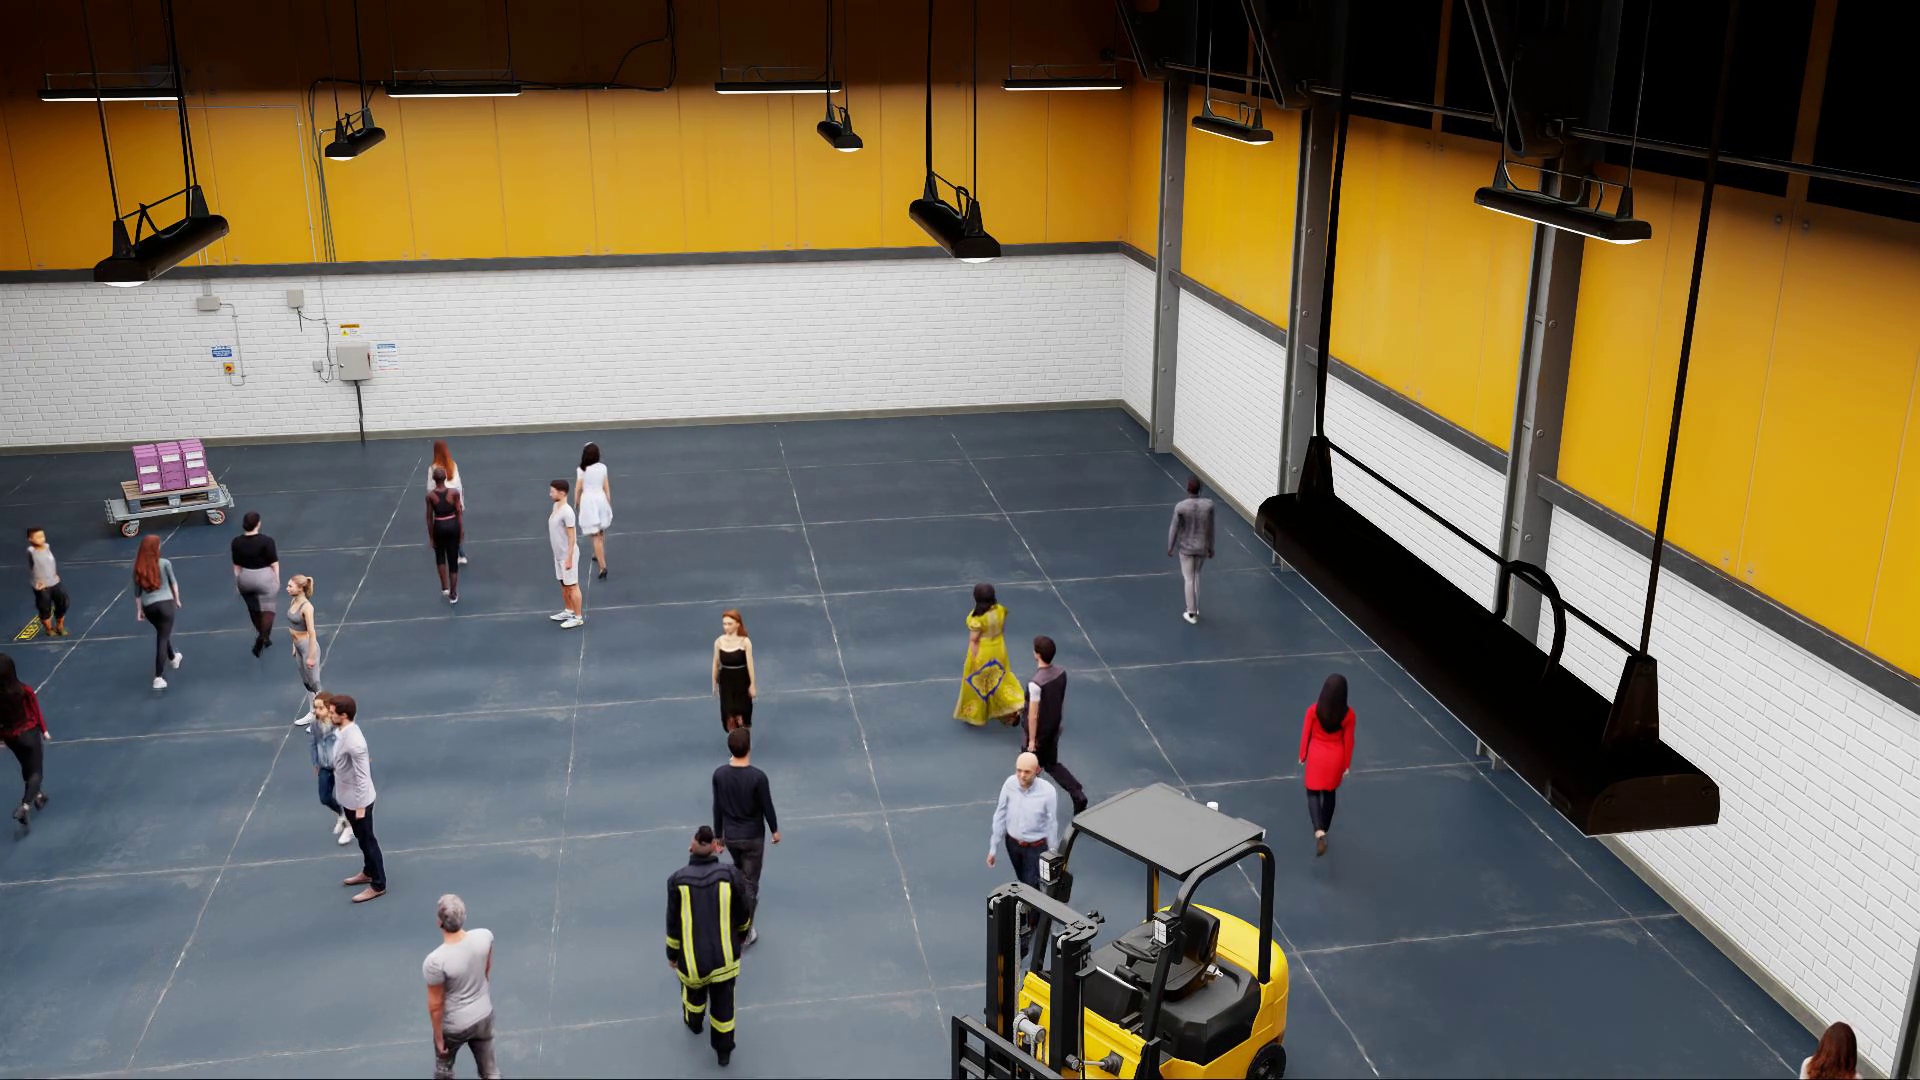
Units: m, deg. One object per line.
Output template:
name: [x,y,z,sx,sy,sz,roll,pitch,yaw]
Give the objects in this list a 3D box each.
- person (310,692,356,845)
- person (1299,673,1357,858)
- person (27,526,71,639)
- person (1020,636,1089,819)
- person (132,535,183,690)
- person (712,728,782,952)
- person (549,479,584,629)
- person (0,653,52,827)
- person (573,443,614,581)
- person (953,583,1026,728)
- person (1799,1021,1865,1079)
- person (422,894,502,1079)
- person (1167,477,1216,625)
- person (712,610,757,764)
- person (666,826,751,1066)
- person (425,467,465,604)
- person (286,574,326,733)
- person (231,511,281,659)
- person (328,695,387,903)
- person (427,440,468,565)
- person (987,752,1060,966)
person: [-5.670,2.040,15.219,0.679,1.467,0.674,3,19,9]
person: [3.262,2.035,14.825,0.762,1.729,0.998,2,19,5]
person: [-11.033,0.460,19.951,0.769,1.442,0.702,9,21,26]
person: [0.843,1.786,15.402,1.111,1.831,1.027,14,23,35]
person: [-8.890,0.835,18.451,0.566,1.689,1.209,-4,19,-11]
person: [-1.768,2.449,13.415,0.891,1.844,1.059,6,19,16]
person: [-4.799,0.144,20.253,0.820,1.848,0.661,-12,22,-31]
person: [-8.731,1.872,15.461,0.702,1.632,1.022,-1,19,-2]
person: [-4.757,-0.340,21.803,0.881,1.777,1.158,-11,21,-29]
person: [0.338,1.241,17.323,0.987,1.639,1.144,-14,23,-35]
person: [5.378,3.673,10.344,0.595,1.485,0.678,16,25,40]
person: [-3.254,3.243,11.126,1.039,1.801,1.165,-17,25,-42]
person: [2.873,0.145,20.285,0.736,1.825,0.685,-5,19,-14]
person: [-2.232,1.449,16.751,0.684,1.610,0.719,4,19,11]
person: [-1.814,2.938,11.963,0.820,1.844,0.942,-5,19,-14]
person: [-6.478,-0.047,20.988,0.639,1.741,0.857,-5,19,-16]
person: [-6.850,1.166,17.446,0.643,1.703,0.725,18,25,42]
person: [-8.120,0.559,19.203,0.699,1.732,1.094,-2,19,-5]
person: [-5.156,2.175,14.218,0.807,1.850,0.627,-10,21,-28]
person: [-6.861,-0.475,22.351,1.196,1.682,1.033,17,25,41]
person: [0.566,2.492,13.449,1.126,1.741,1.268,10,21,27]
